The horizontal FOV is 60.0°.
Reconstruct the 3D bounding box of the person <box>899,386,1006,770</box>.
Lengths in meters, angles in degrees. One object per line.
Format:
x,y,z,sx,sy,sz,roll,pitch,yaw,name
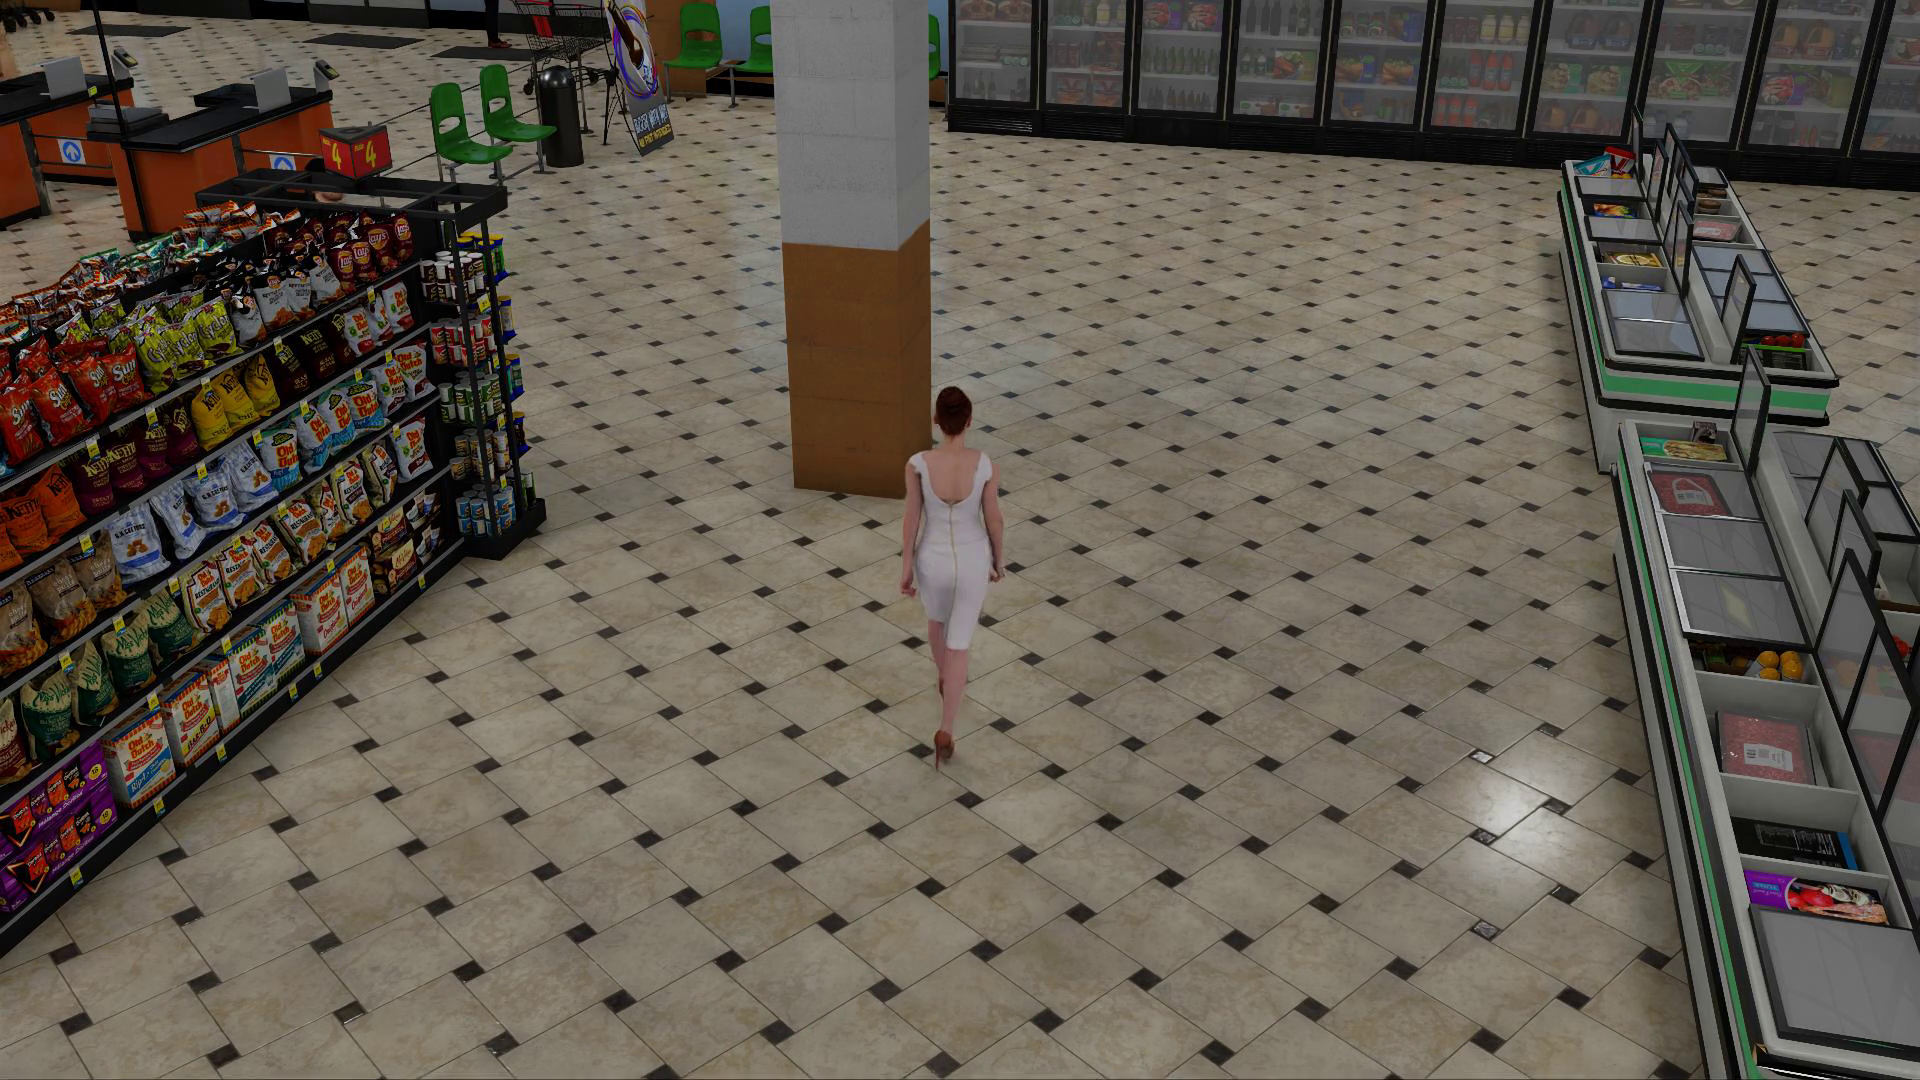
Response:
-0.053,0.200,7.244,0.671,1.770,0.912,3,27,6,person

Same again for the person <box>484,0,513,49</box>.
-6.440,-7.624,22.719,0.759,1.727,0.695,-14,30,-26,person
